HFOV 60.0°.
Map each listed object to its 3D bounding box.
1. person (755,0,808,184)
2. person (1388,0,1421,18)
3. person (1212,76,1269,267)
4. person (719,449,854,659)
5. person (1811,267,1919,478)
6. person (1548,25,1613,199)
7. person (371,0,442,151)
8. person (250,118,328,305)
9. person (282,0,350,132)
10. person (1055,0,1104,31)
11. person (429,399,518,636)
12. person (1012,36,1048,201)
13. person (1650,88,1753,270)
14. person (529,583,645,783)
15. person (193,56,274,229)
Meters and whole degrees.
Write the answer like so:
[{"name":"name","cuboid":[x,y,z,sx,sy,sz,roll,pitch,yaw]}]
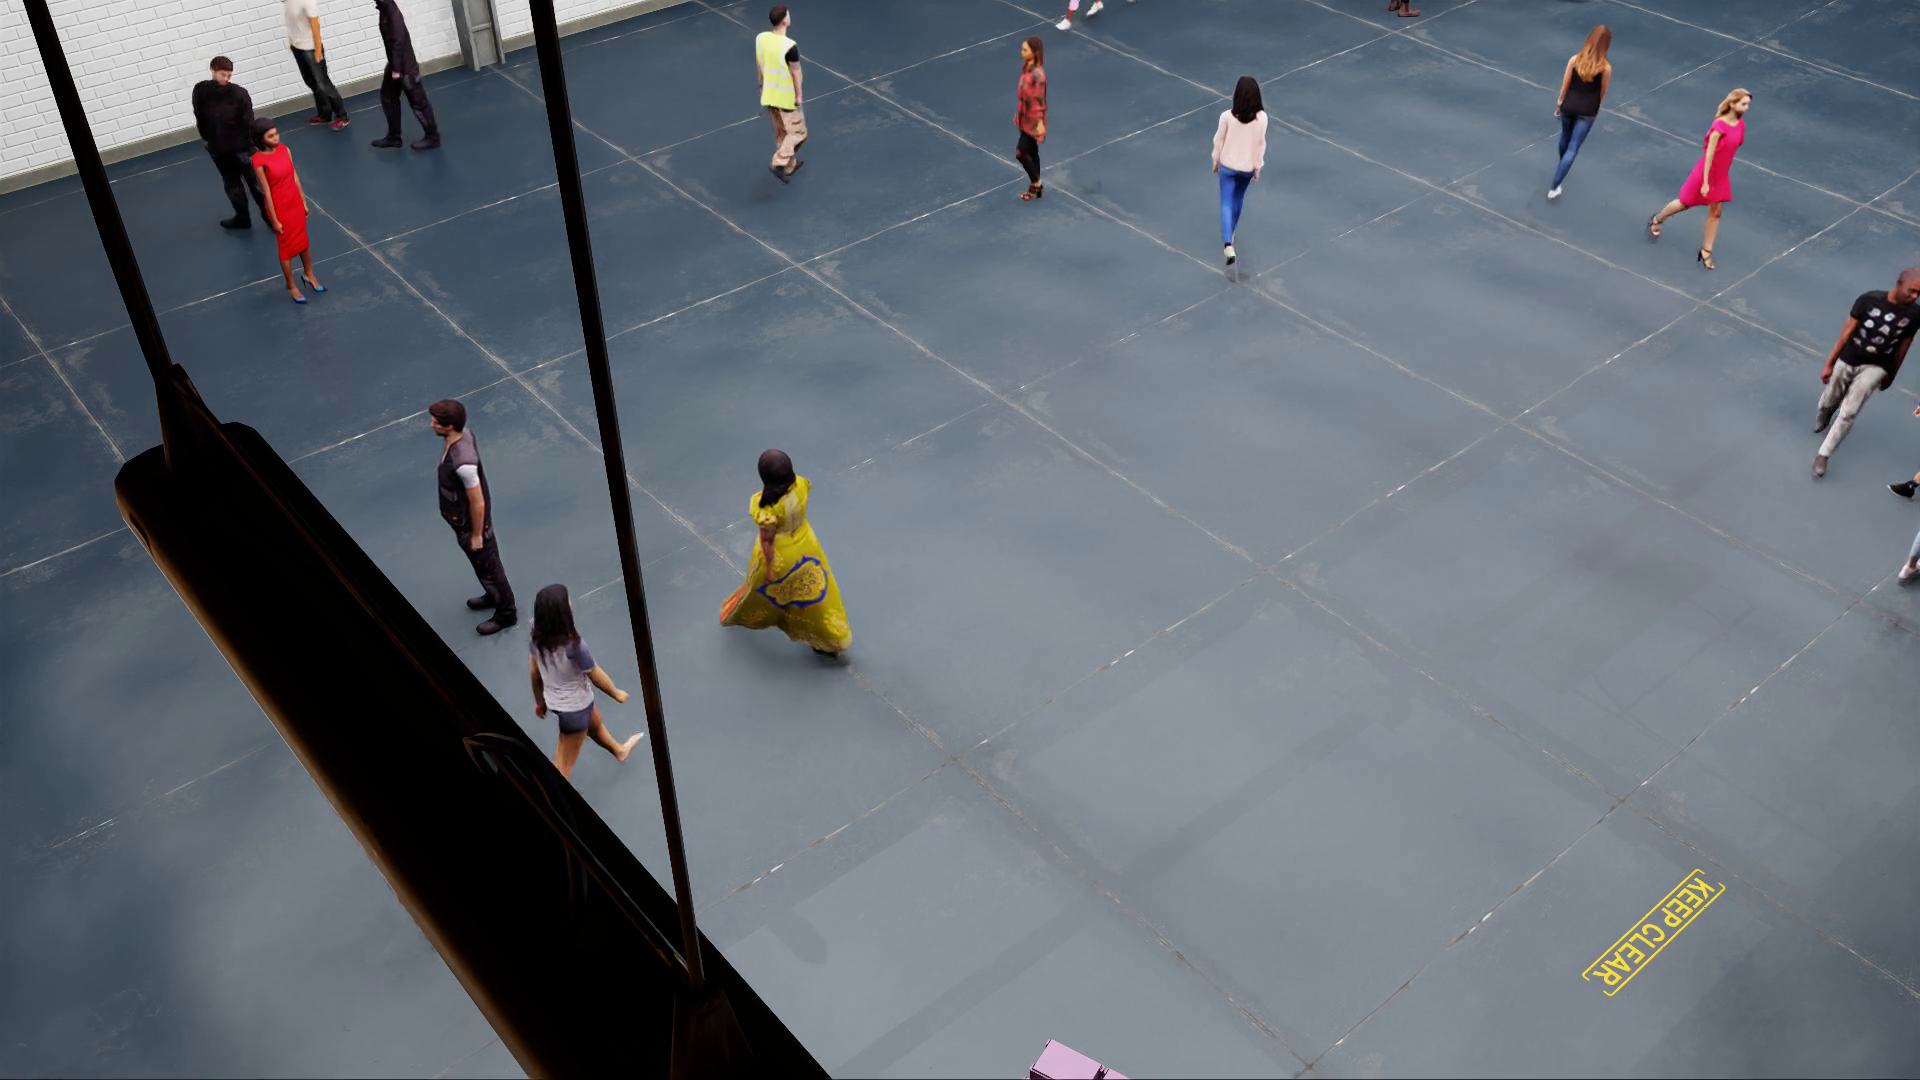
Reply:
[{"name":"person","cuboid":[-1.808,-4.448,16.698,0.842,1.833,1.000,23,44,26]},{"name":"person","cuboid":[5.544,-7.366,20.348,0.718,1.837,0.770,-12,40,-14]},{"name":"person","cuboid":[2.583,-3.394,15.456,1.108,1.736,1.172,3,39,4]},{"name":"person","cuboid":[-1.103,0.141,11.142,0.949,1.596,1.234,27,46,30]},{"name":"person","cuboid":[7.001,-1.369,12.891,0.887,1.772,1.100,22,44,25]},{"name":"person","cuboid":[6.119,-4.204,16.528,0.708,1.664,1.148,25,45,28]},{"name":"person","cuboid":[-5.737,-4.961,17.294,0.970,1.890,0.789,-20,43,-23]},{"name":"person","cuboid":[-6.049,-2.957,14.904,0.696,1.742,0.578,15,41,18]},{"name":"person","cuboid":[-6.973,-5.281,17.779,0.618,1.786,0.722,-24,44,-27]},{"name":"person","cuboid":[1.536,-7.095,20.124,1.181,1.694,0.598,-31,48,-33]},{"name":"person","cuboid":[-3.320,-0.174,11.334,0.678,1.848,0.728,-15,41,-18]},{"name":"person","cuboid":[0.785,-4.160,16.448,0.730,1.694,0.724,-12,40,-15]},{"name":"person","cuboid":[6.914,-3.417,15.529,1.065,1.679,0.839,-15,41,-18]},{"name":"person","cuboid":[-2.383,1.059,9.936,0.811,1.666,1.233,25,45,28]},{"name":"person","cuboid":[-6.987,-3.782,15.882,0.899,1.809,0.923,15,41,18]}]
